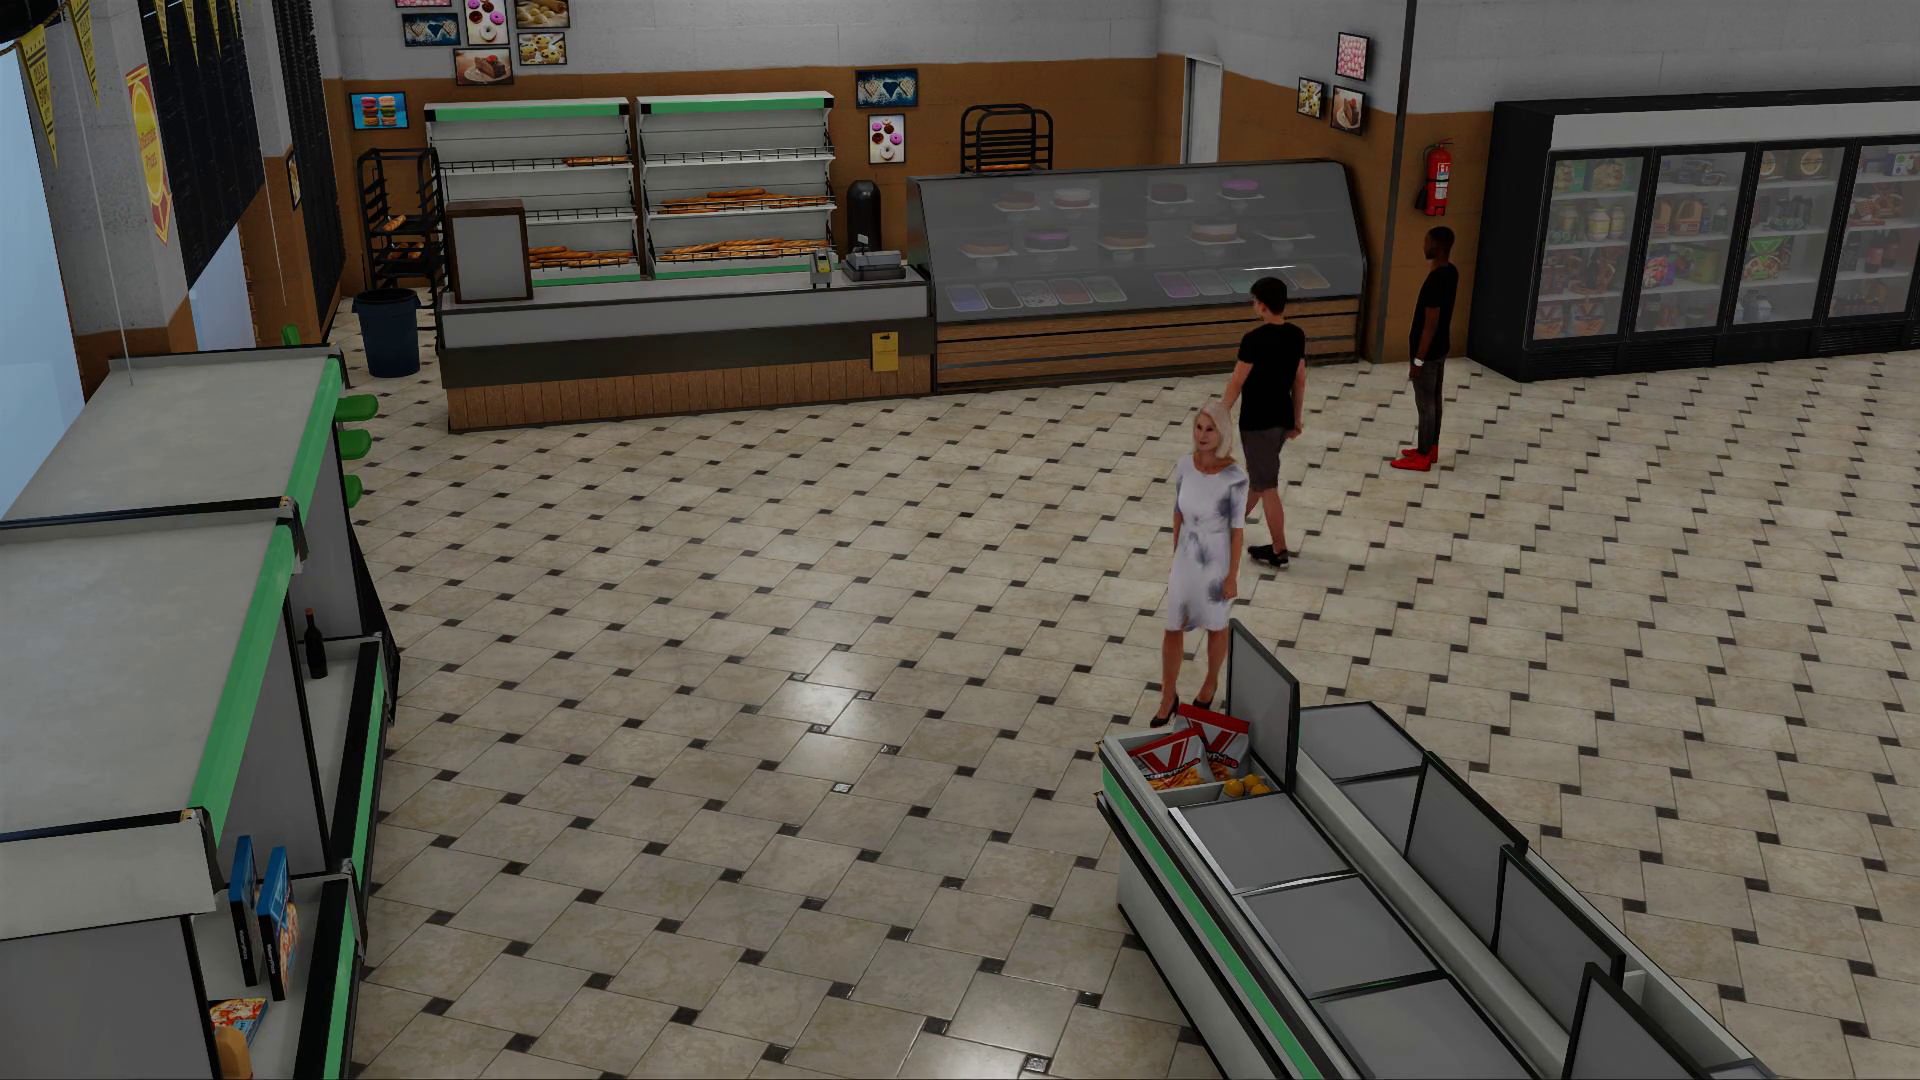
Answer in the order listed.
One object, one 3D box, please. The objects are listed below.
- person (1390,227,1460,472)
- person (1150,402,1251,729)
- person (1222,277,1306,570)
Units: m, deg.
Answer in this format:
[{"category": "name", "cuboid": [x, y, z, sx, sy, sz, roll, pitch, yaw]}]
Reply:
[{"category": "person", "cuboid": [3.474, -1.409, 12.249, 0.759, 1.807, 0.701, 12, 25, 28]}, {"category": "person", "cuboid": [1.303, 0.102, 8.595, 0.856, 1.729, 0.910, 13, 25, 29]}, {"category": "person", "cuboid": [1.990, -0.699, 10.456, 0.923, 1.826, 1.147, -17, 27, -36]}]
